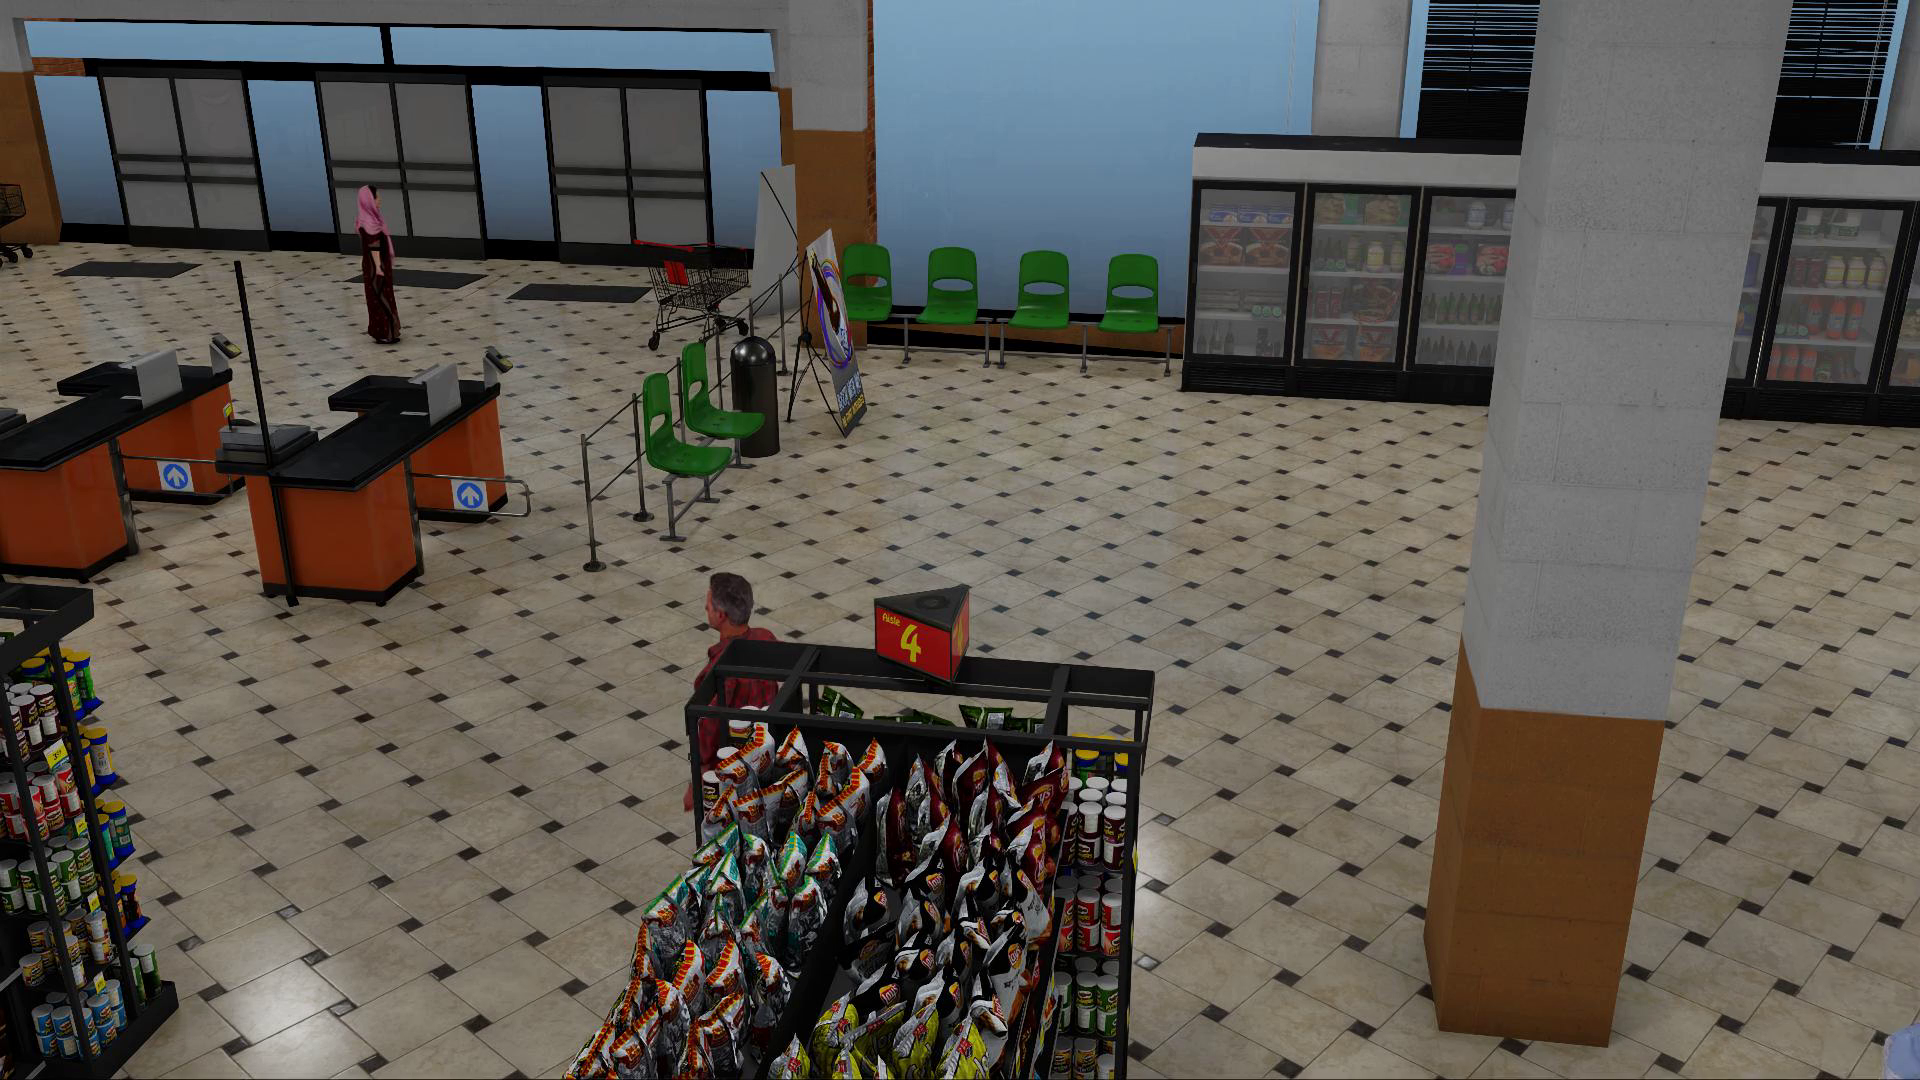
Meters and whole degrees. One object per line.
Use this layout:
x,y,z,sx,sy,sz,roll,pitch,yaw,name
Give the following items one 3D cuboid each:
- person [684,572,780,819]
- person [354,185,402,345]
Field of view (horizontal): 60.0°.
-0.888,1.040,7.357,0.893,1.787,1.182,7,23,18,person
-6.062,-2.868,17.281,0.812,1.639,0.691,-6,23,-15,person
